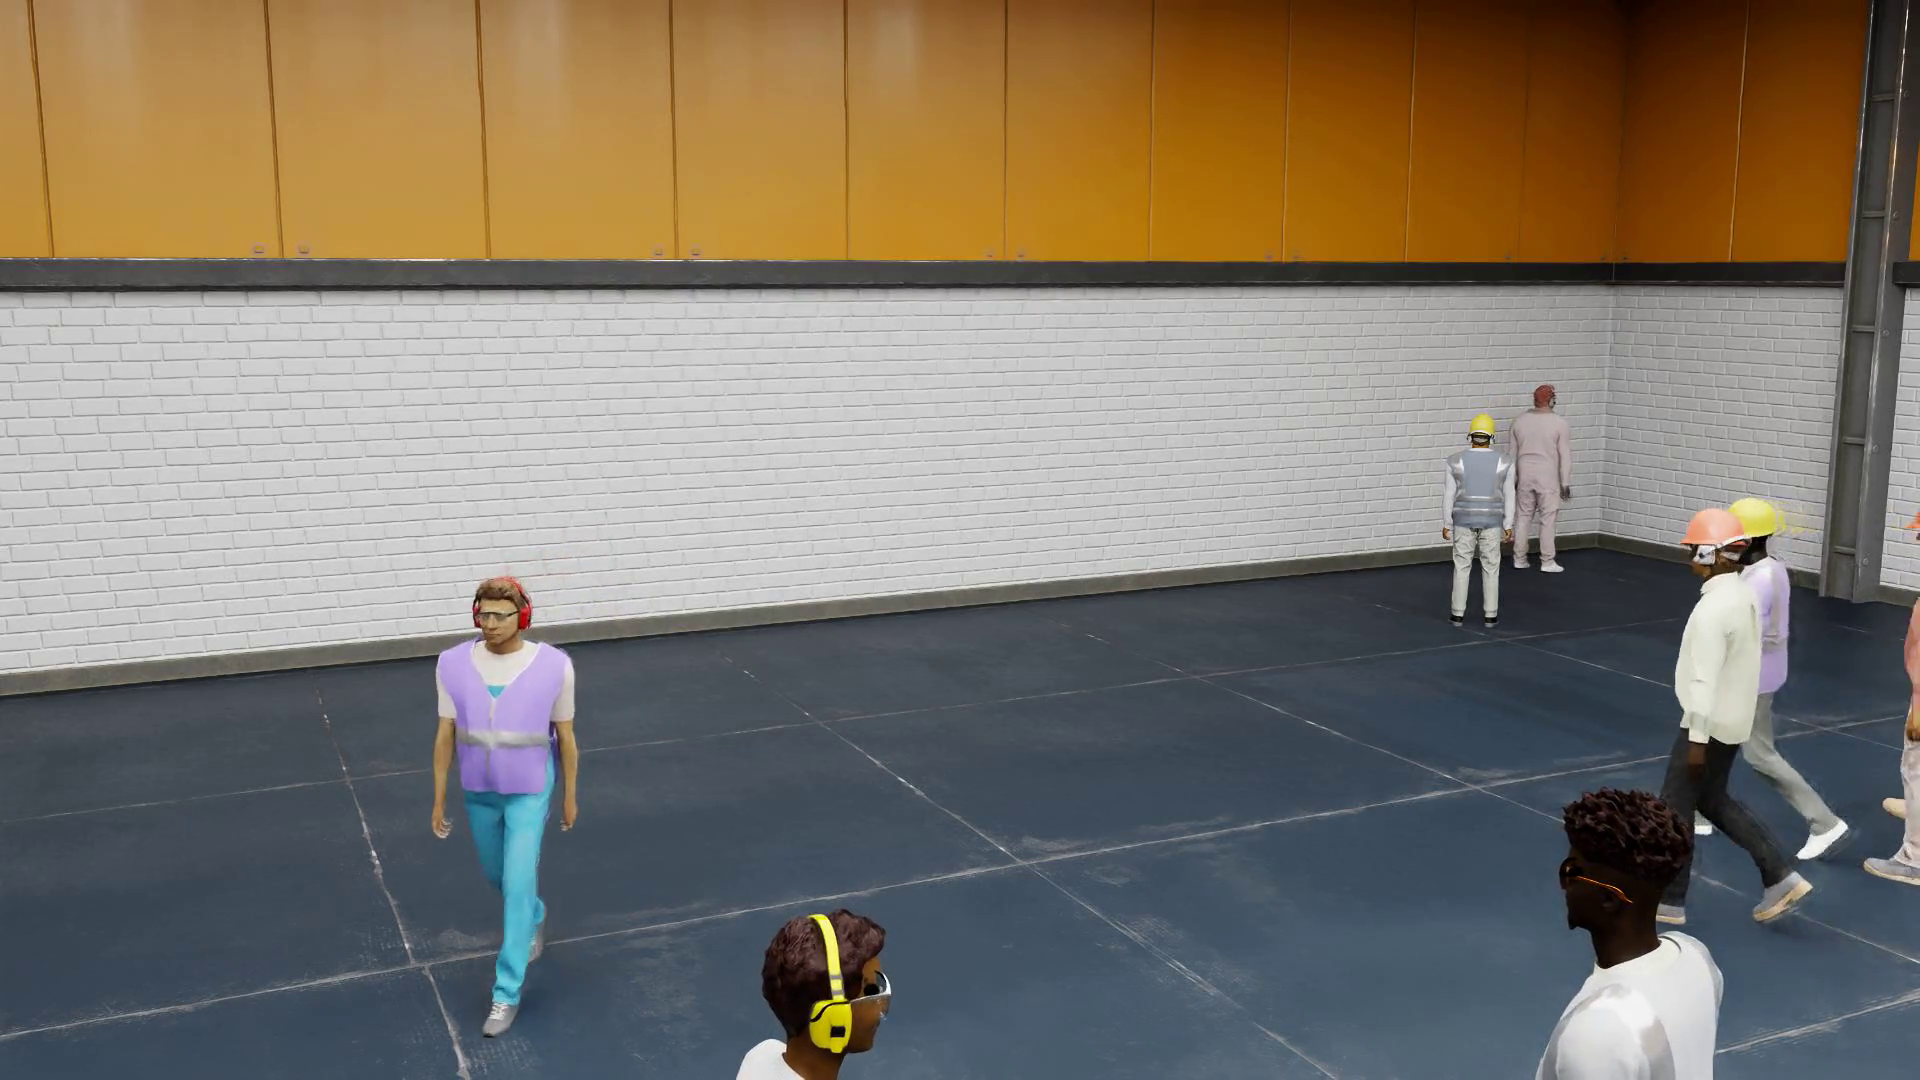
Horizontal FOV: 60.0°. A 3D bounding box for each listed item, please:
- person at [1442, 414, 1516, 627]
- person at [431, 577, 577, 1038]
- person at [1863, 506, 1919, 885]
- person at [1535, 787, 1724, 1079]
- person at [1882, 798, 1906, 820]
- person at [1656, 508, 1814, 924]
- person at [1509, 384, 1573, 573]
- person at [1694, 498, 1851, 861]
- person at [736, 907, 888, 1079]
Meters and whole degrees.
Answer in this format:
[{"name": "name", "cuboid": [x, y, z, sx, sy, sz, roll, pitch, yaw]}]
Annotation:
[{"name": "person", "cuboid": [4.427, -0.163, 14.224, 0.600, 1.832, 0.404, 2, 9, 13]}, {"name": "person", "cuboid": [-1.873, 1.024, 6.940, 0.579, 1.816, 0.914, 1, 9, 5]}, {"name": "person", "cuboid": [4.836, 0.754, 8.113, 0.618, 1.977, 0.548, -9, 12, -43]}, {"name": "person", "cuboid": [1.399, 1.487, 3.570, 0.370, 1.967, 0.602, 8, 12, 39]}, {"name": "person", "cuboid": [5.485, 0.698, 8.932, 0.680, 1.803, 0.760, -9, 12, -43]}, {"name": "person", "cuboid": [3.506, 0.836, 7.632, 0.693, 1.963, 0.622, 8, 12, 39]}, {"name": "person", "cuboid": [5.879, -0.619, 16.826, 0.402, 1.907, 0.650, -8, 12, -42]}, {"name": "person", "cuboid": [4.177, 0.713, 8.657, 0.914, 1.886, 0.583, 6, 11, 31]}, {"name": "person", "cuboid": [-0.289, 1.606, 3.184, 0.329, 1.861, 0.506, -3, 10, -20]}]
